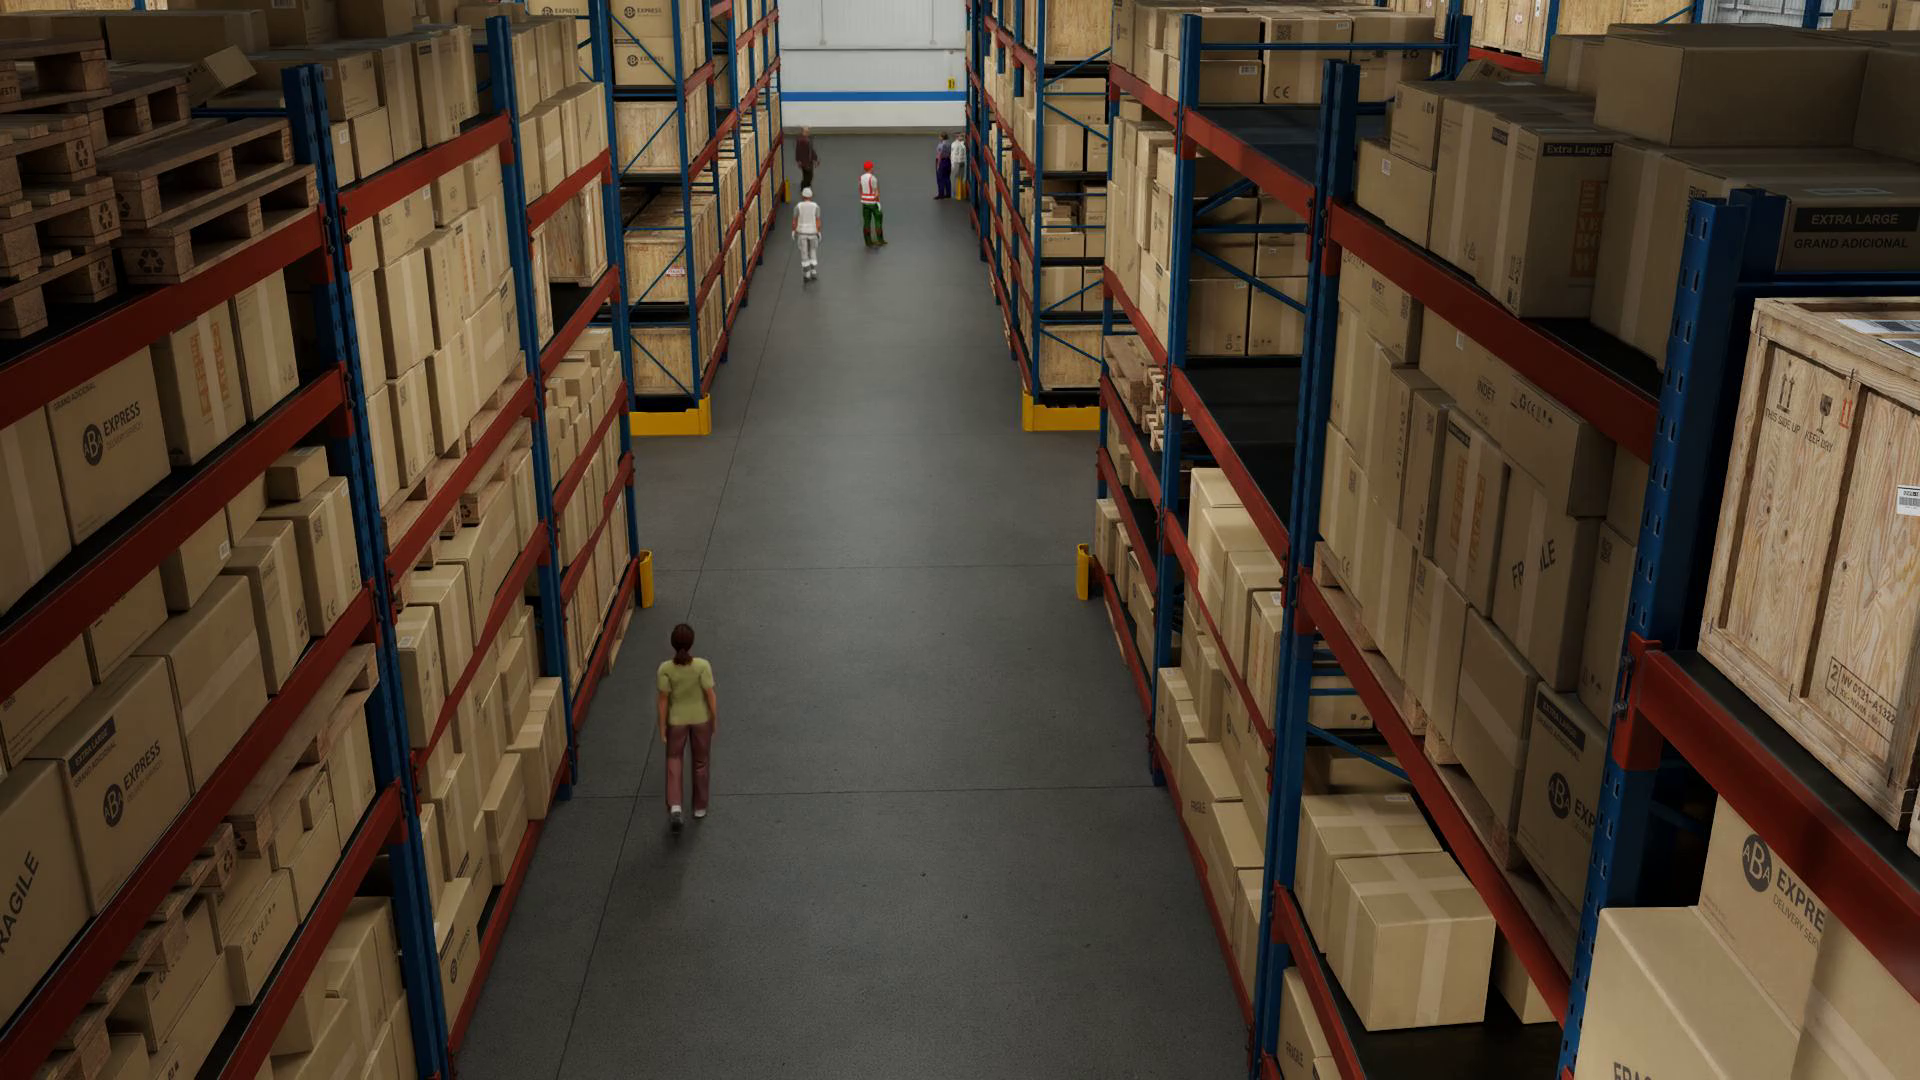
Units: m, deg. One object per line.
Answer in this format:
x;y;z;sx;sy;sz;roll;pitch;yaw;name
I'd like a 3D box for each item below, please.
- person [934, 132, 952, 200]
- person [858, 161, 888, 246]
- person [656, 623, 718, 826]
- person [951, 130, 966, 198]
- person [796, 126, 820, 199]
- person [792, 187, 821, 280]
-0.409;-9.447;41.940;0.350;1.653;0.531;14;25;33;person
-1.882;-7.291;35.980;0.577;1.790;0.506;14;25;33;person
-2.093;1.408;12.834;0.450;1.668;0.587;-2;21;-6;person
-0.050;-9.544;42.208;0.444;1.689;0.509;16;26;37;person
-3.862;-9.565;42.074;0.476;1.798;0.671;7;22;18;person
-3.027;-6.030;32.583;0.541;1.789;0.616;-5;21;-13;person
